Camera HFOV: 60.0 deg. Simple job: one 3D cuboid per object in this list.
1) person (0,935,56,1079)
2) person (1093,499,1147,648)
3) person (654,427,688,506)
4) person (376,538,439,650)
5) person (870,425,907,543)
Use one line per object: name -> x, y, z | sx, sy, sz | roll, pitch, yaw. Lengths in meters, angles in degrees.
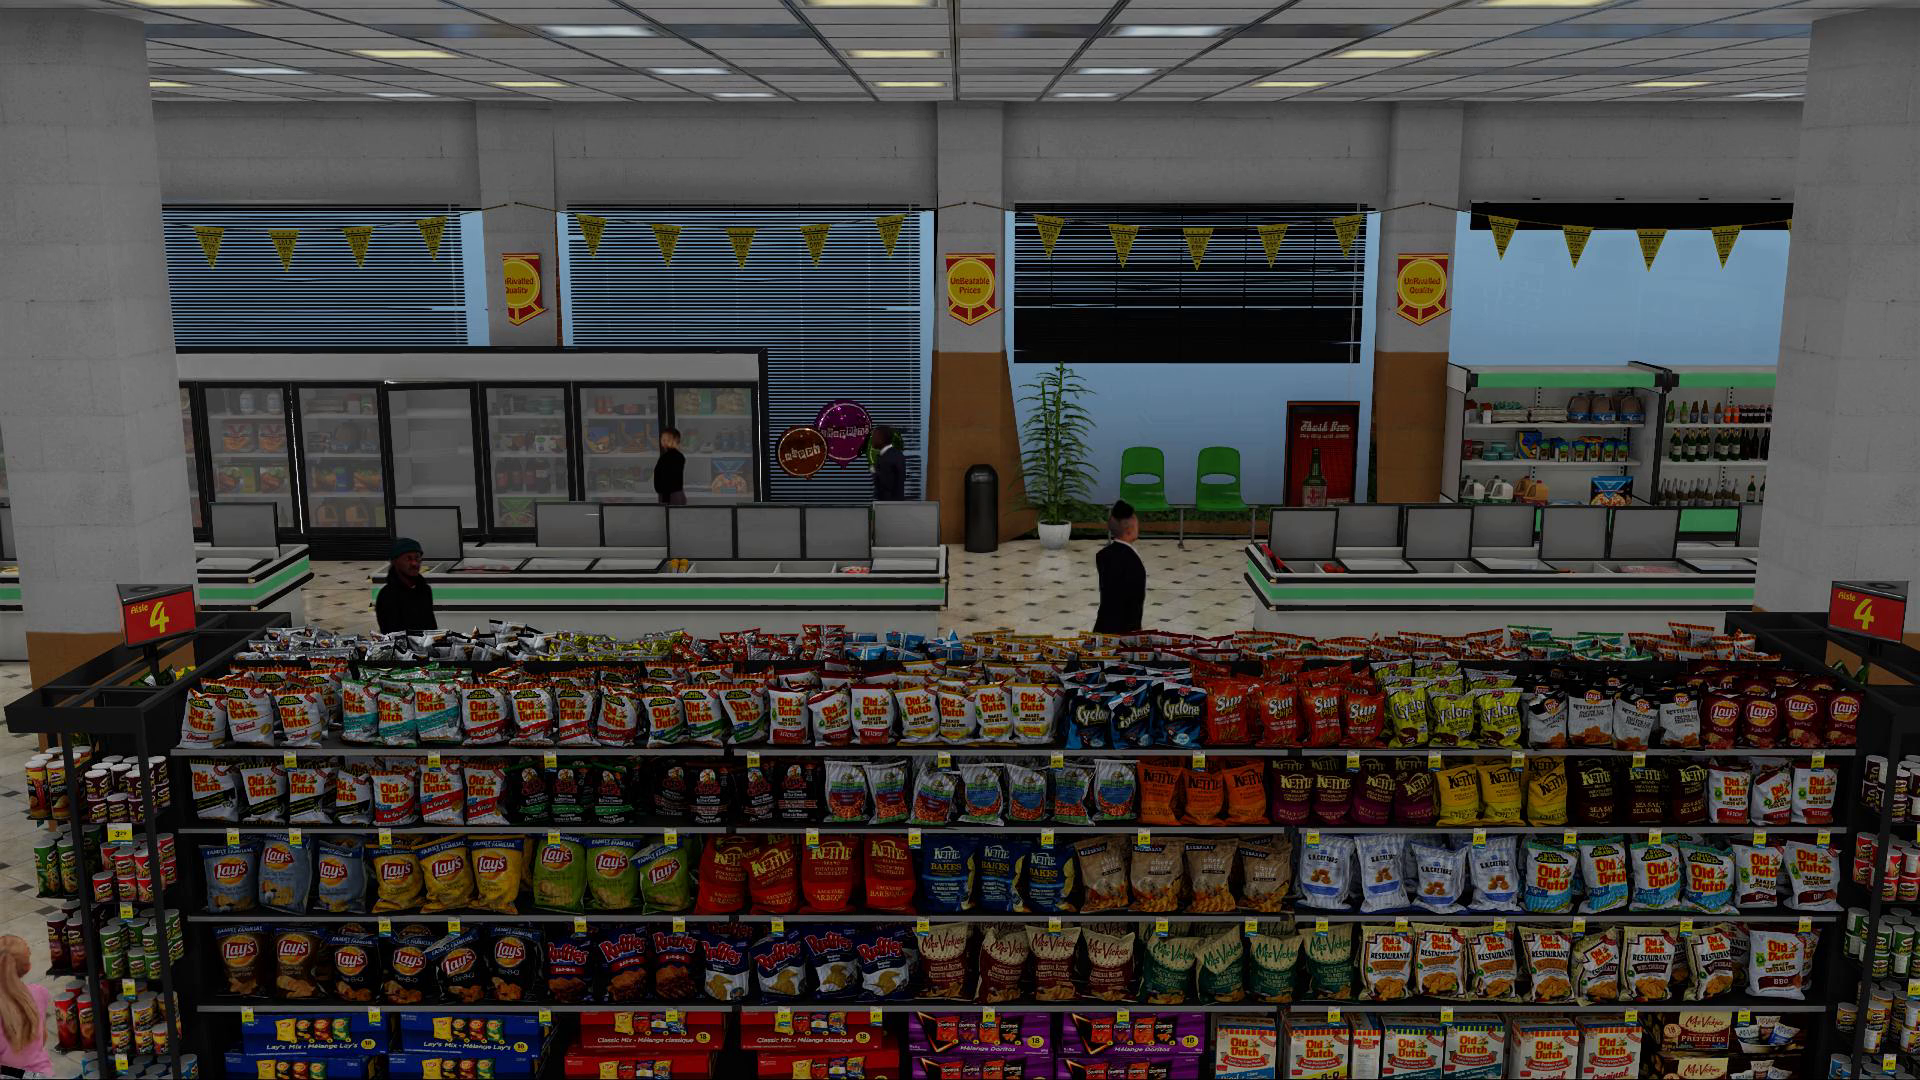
person -> -3.551, 2.144, 6.387 | 0.943, 1.242, 0.732 | 5, 13, 24
person -> 1.032, 0.690, 11.679 | 1.342, 1.906, 1.109 | -6, 13, -28
person -> -2.939, -0.333, 17.106 | 0.620, 1.672, 0.648 | 3, 12, 16
person -> -3.648, 0.870, 11.038 | 0.686, 1.817, 0.733 | 4, 12, 17
person -> -0.593, -0.210, 16.244 | 1.327, 1.786, 0.966 | 4, 13, 18
